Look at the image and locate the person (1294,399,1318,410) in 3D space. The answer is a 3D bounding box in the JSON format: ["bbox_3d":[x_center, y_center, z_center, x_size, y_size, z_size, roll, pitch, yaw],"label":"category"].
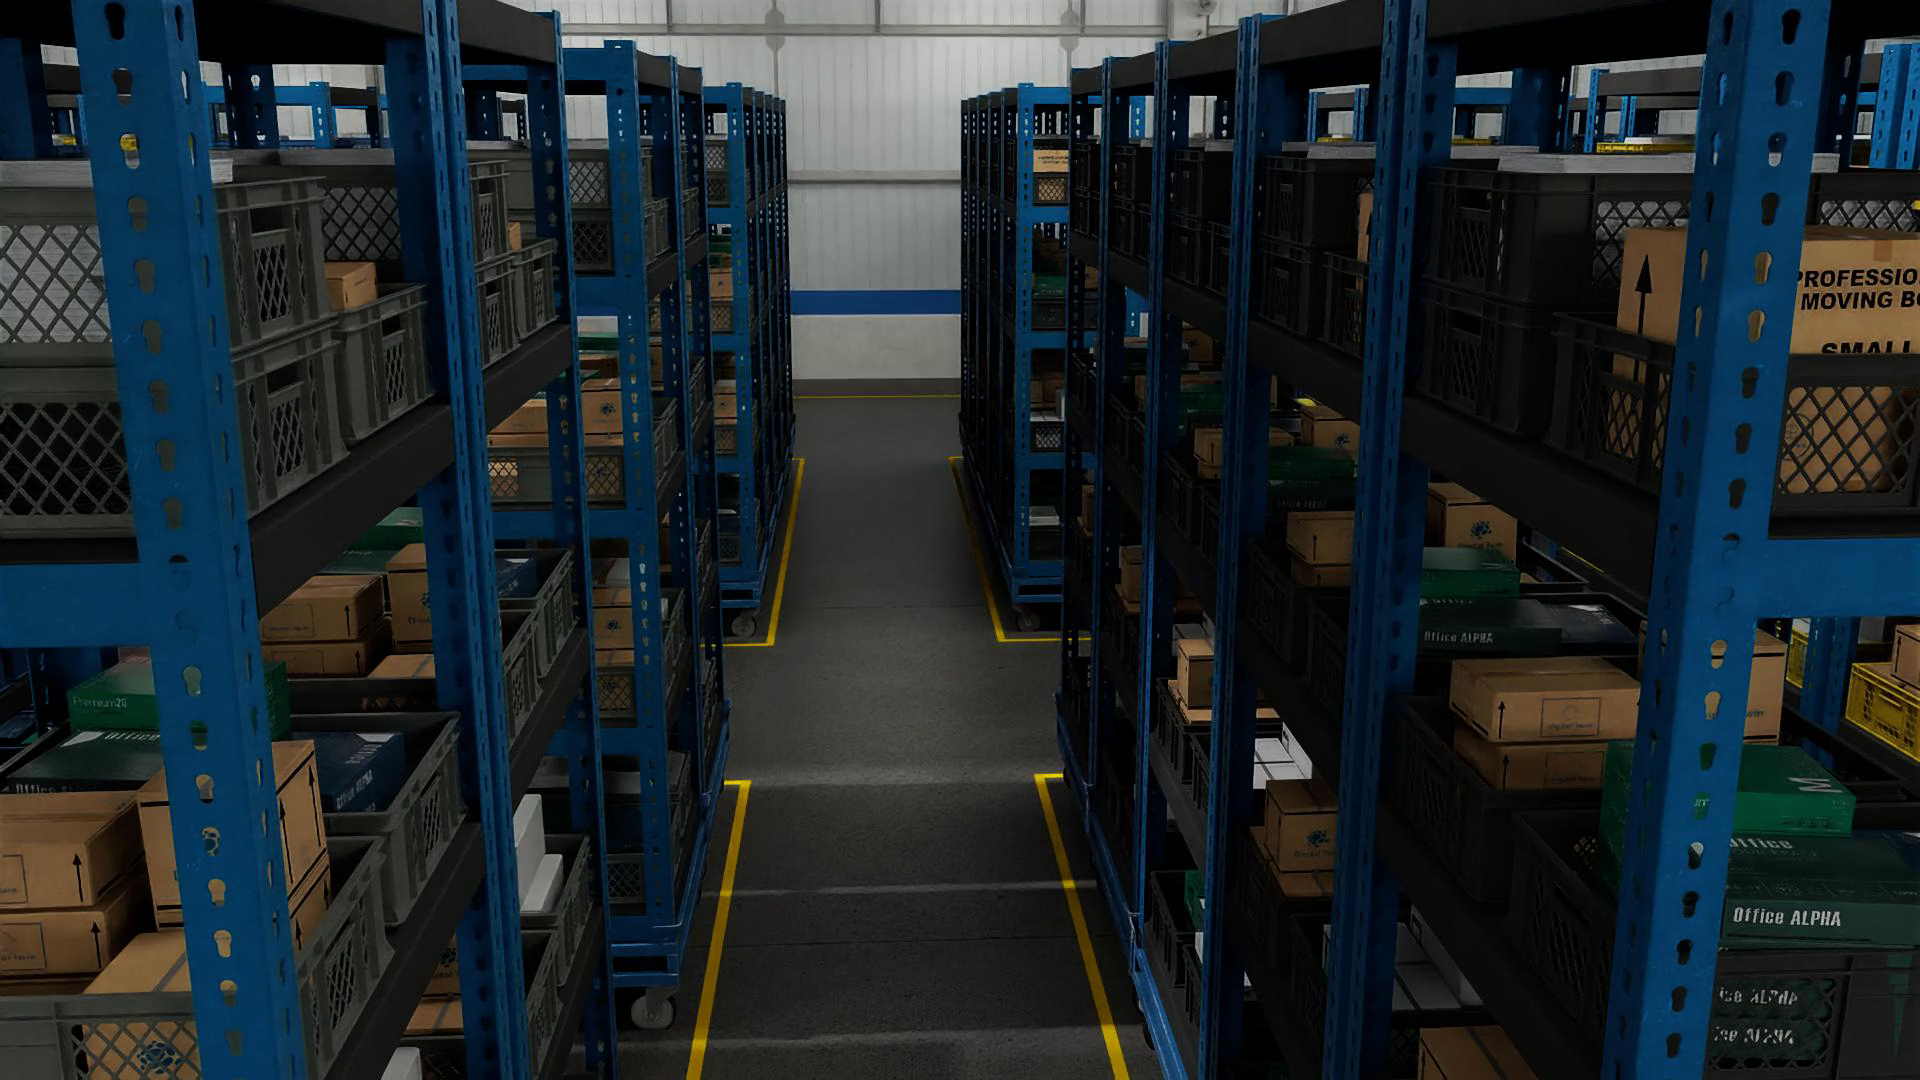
[{"bbox_3d":[1.942,0.089,9.610,0.602,1.830,0.404,-10,17,-35],"label":"person"}]
